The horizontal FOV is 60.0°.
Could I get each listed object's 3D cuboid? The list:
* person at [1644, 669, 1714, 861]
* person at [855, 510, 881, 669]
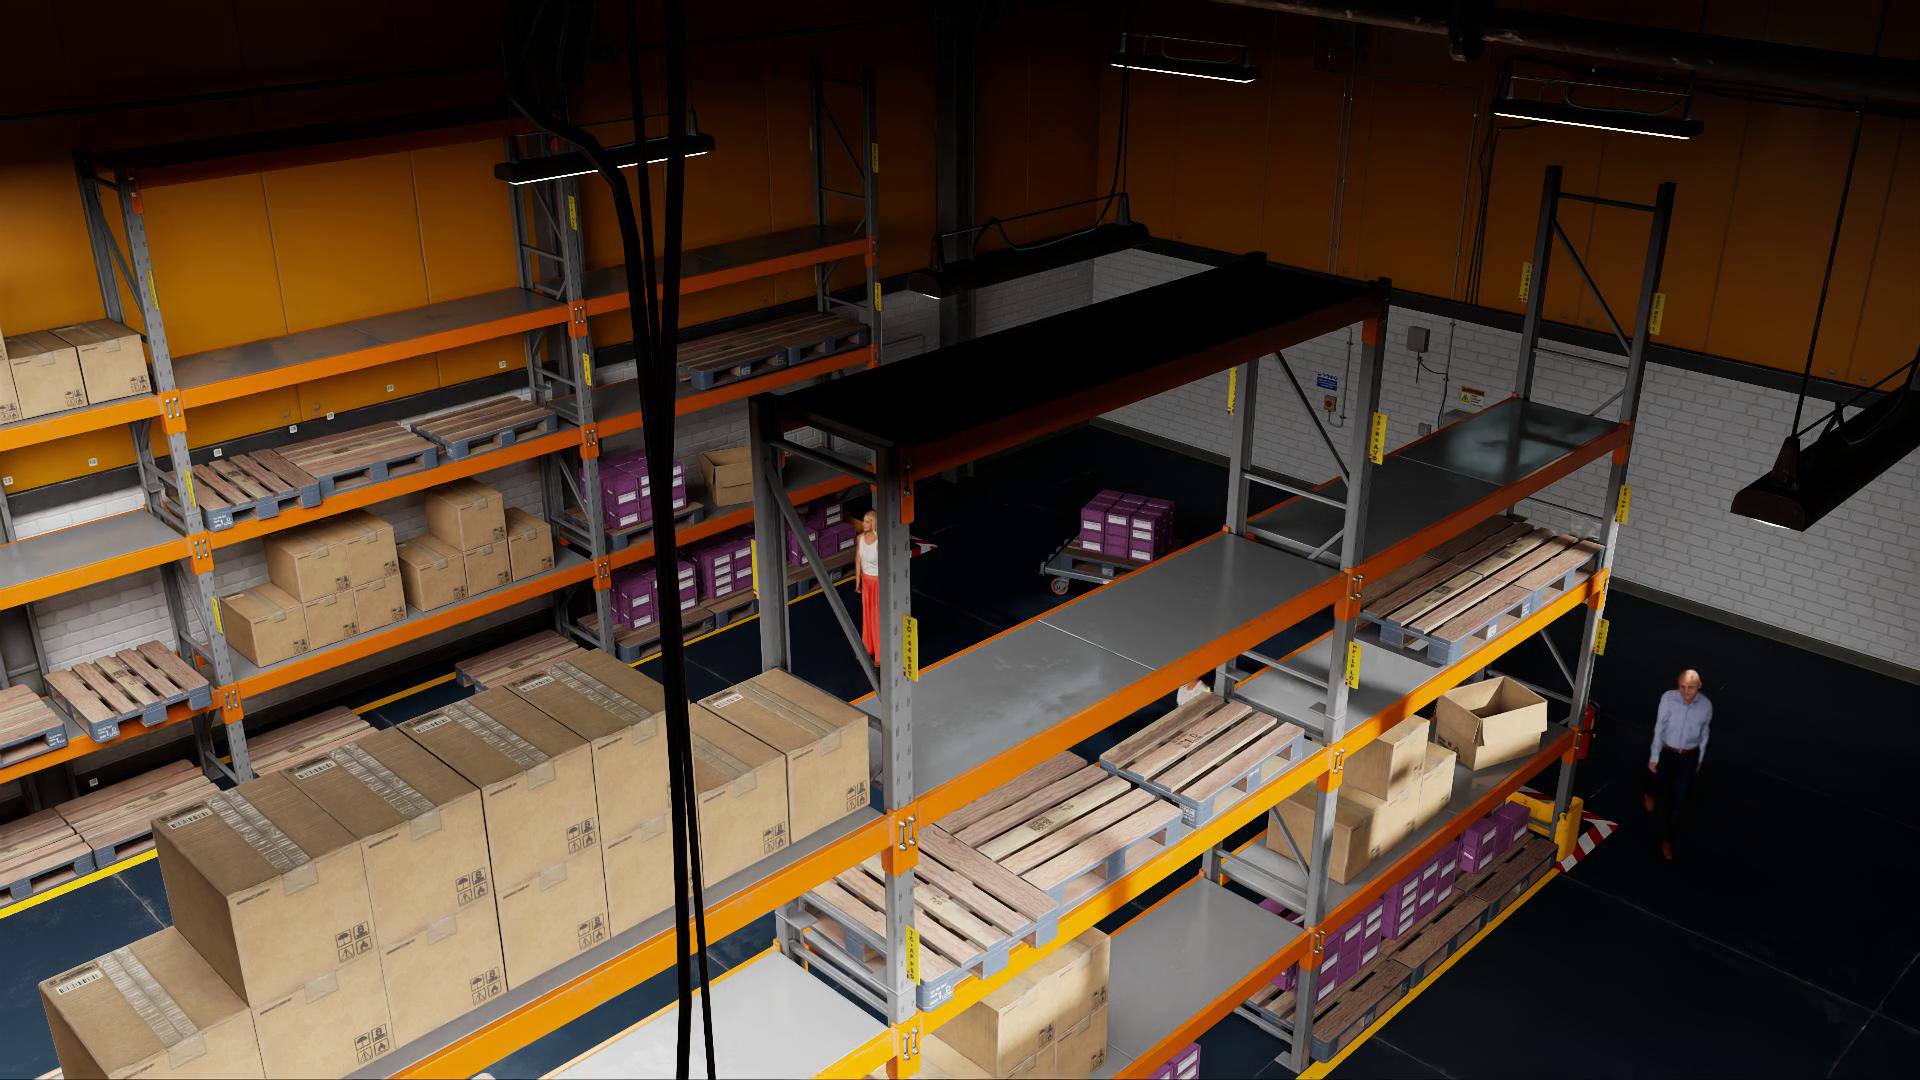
[{"bbox_3d":[6.357,1.900,14.825,0.994,1.763,1.193,5,24,11],"label":"person"},{"bbox_3d":[-0.919,0.510,17.957,0.571,1.801,0.616,-21,31,-39],"label":"person"}]
